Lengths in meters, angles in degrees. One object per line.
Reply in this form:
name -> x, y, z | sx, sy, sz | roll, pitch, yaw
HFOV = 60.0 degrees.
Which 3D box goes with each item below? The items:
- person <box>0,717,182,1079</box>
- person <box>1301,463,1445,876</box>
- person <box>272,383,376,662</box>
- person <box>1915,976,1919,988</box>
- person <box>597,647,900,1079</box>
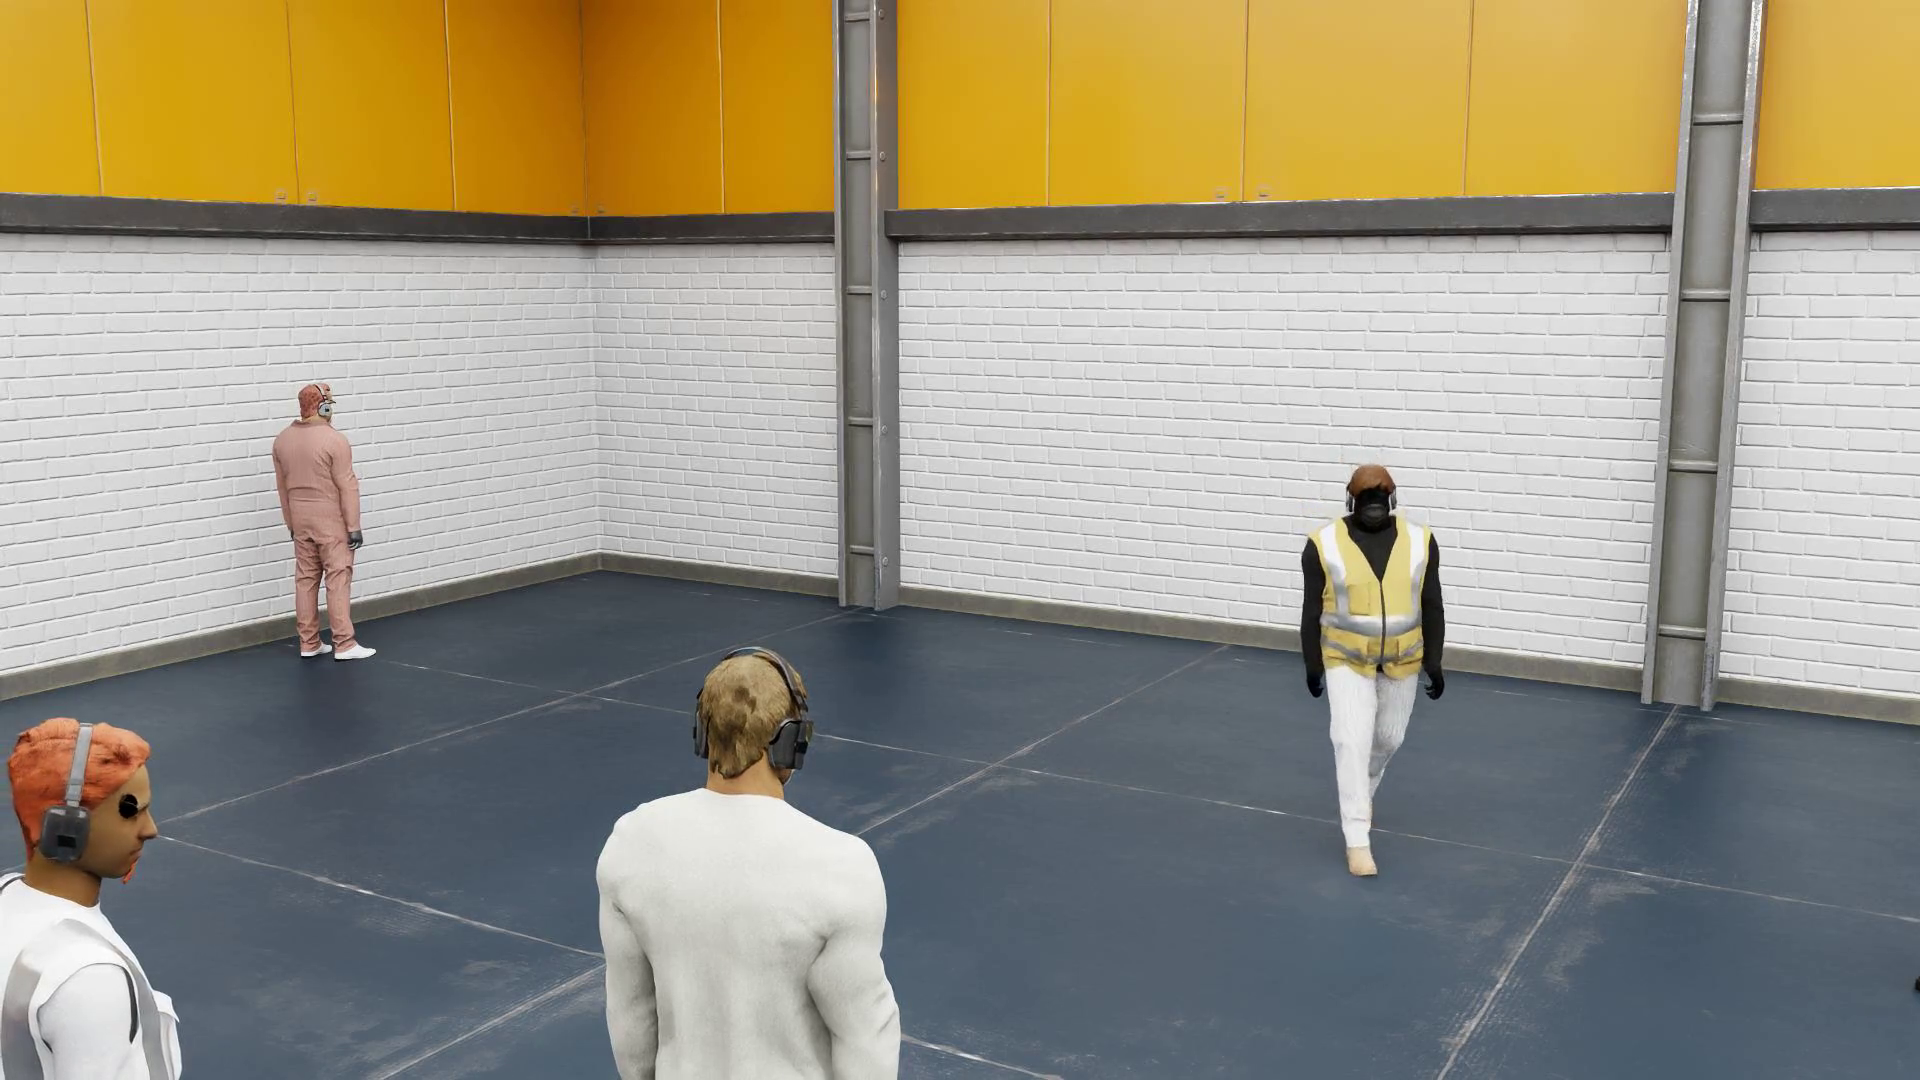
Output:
person -> -1.549, 1.241, 2.957 | 0.584, 1.884, 0.337 | 9, 13, 44
person -> 1.868, 0.533, 7.618 | 0.620, 1.815, 0.884 | 0, 9, 0
person -> -4.346, -0.118, 11.380 | 0.643, 1.908, 0.410 | 4, 10, 21
person -> 3.722, 0.745, 5.940 | 0.379, 1.933, 0.544 | -3, 10, -18
person -> -0.399, 1.165, 3.275 | 0.627, 1.937, 0.372 | 4, 10, 24
